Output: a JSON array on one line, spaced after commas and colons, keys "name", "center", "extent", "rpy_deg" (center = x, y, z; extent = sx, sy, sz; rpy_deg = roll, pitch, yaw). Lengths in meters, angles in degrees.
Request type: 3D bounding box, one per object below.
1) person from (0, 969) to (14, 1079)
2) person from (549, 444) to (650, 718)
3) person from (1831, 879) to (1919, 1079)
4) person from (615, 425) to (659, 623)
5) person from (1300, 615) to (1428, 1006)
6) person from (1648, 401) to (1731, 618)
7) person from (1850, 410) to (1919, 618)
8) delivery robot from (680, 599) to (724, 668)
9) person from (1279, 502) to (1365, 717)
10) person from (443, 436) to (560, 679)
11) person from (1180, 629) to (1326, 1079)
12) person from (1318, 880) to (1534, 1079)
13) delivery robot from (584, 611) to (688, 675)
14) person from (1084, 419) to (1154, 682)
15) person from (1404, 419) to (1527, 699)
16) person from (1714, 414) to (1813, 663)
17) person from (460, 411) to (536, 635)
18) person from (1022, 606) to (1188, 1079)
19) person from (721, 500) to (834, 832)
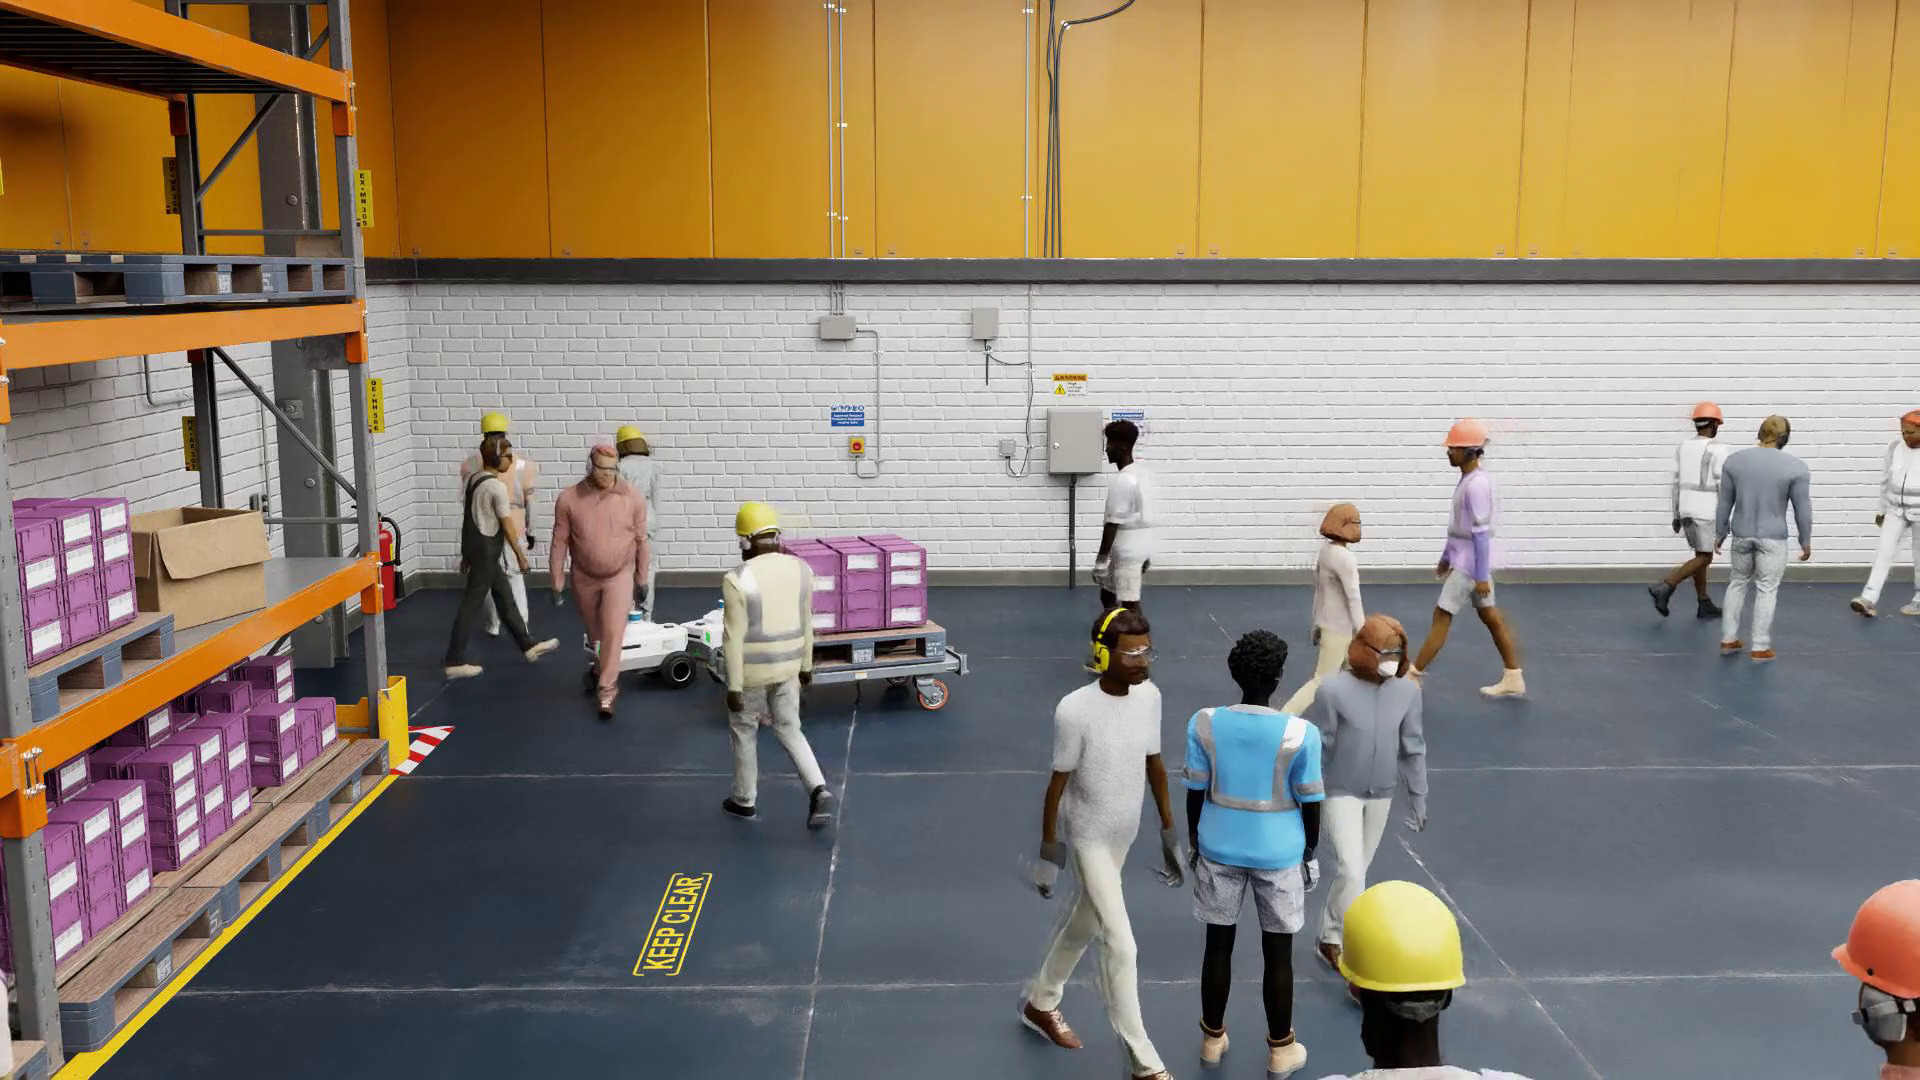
[{"name": "person", "center": [-2.411, 1.548, 3.606], "extent": [0.574, 1.816, 0.783], "rpy_deg": [0, 9, 0]}, {"name": "person", "center": [-2.486, 0.258, 11.464], "extent": [0.670, 1.843, 1.060], "rpy_deg": [-1, 9, -5]}, {"name": "person", "center": [1.676, 1.569, 2.988], "extent": [0.628, 1.979, 0.428], "rpy_deg": [-1, 9, -4]}, {"name": "person", "center": [-2.763, -0.119, 14.156], "extent": [0.481, 1.701, 0.515], "rpy_deg": [9, 13, 42]}, {"name": "person", "center": [1.727, 1.110, 6.931], "extent": [0.512, 1.596, 0.776], "rpy_deg": [-3, 10, -18]}, {"name": "person", "center": [6.309, -0.241, 14.337], "extent": [0.771, 1.898, 0.591], "rpy_deg": [-3, 10, -18]}, {"name": "person", "center": [8.150, -0.211, 14.375], "extent": [1.008, 1.821, 0.635], "rpy_deg": [-6, 11, -32]}, {"name": "delivery robot", "center": [-1.752, 0.688, 12.464], "extent": [0.477, 0.478, 0.707], "rpy_deg": [7, 11, 36]}, {"name": "person", "center": [2.304, 0.551, 10.392], "extent": [0.819, 1.597, 0.498], "rpy_deg": [0, 9, -2]}, {"name": "person", "center": [-3.442, 0.120, 12.422], "extent": [0.981, 1.786, 0.507], "rpy_deg": [-6, 11, -31]}, {"name": "person", "center": [1.100, 1.176, 6.263], "extent": [0.540, 1.696, 0.317], "rpy_deg": [4, 10, 23]}, {"name": "person", "center": [0.822, 1.576, 3.146], "extent": [0.627, 1.909, 0.423], "rpy_deg": [0, 9, 0]}, {"name": "delivery robot", "center": [-2.344, 0.759, 12.026], "extent": [0.707, 0.478, 0.477], "rpy_deg": [-6, 11, -33]}, {"name": "person", "center": [1.114, 0.088, 12.166], "extent": [0.708, 1.941, 0.631], "rpy_deg": [4, 10, 21]}, {"name": "person", "center": [3.528, 0.146, 11.719], "extent": [1.074, 1.984, 0.624], "rpy_deg": [3, 10, 17]}, {"name": "person", "center": [6.210, -0.009, 12.841], "extent": [0.483, 1.922, 0.670], "rpy_deg": [-9, 13, -43]}, {"name": "person", "center": [-3.722, -0.094, 13.495], "extent": [0.586, 1.891, 0.905], "rpy_deg": [-4, 10, -22]}, {"name": "person", "center": [0.539, 1.131, 6.223], "extent": [0.948, 1.820, 0.510], "rpy_deg": [9, 13, 44]}, {"name": "person", "center": [-1.007, 0.686, 8.948], "extent": [0.595, 1.800, 0.780], "rpy_deg": [-8, 12, -39]}]
